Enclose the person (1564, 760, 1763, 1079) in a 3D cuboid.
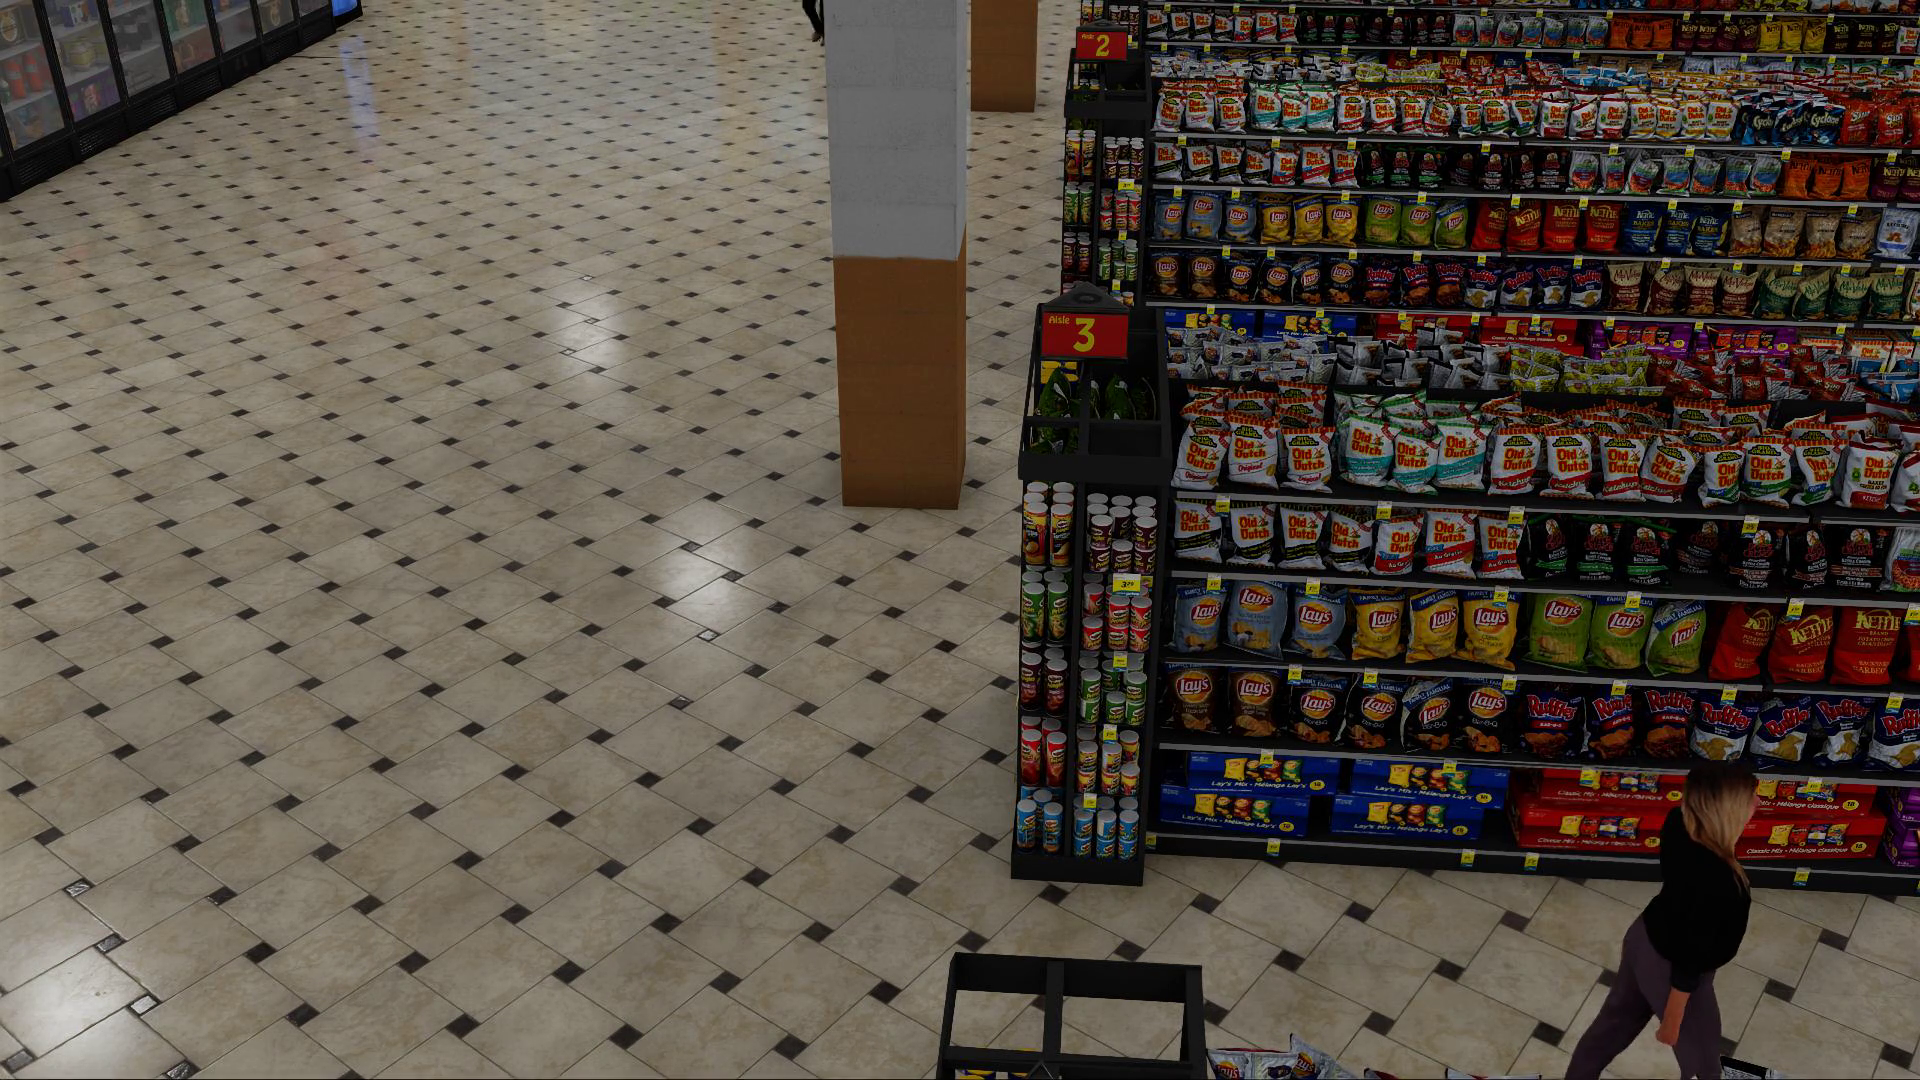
[{"bbox_3d":[2.162,1.401,5.318,0.888,1.648,0.639,1,29,2],"label":"person"}]
